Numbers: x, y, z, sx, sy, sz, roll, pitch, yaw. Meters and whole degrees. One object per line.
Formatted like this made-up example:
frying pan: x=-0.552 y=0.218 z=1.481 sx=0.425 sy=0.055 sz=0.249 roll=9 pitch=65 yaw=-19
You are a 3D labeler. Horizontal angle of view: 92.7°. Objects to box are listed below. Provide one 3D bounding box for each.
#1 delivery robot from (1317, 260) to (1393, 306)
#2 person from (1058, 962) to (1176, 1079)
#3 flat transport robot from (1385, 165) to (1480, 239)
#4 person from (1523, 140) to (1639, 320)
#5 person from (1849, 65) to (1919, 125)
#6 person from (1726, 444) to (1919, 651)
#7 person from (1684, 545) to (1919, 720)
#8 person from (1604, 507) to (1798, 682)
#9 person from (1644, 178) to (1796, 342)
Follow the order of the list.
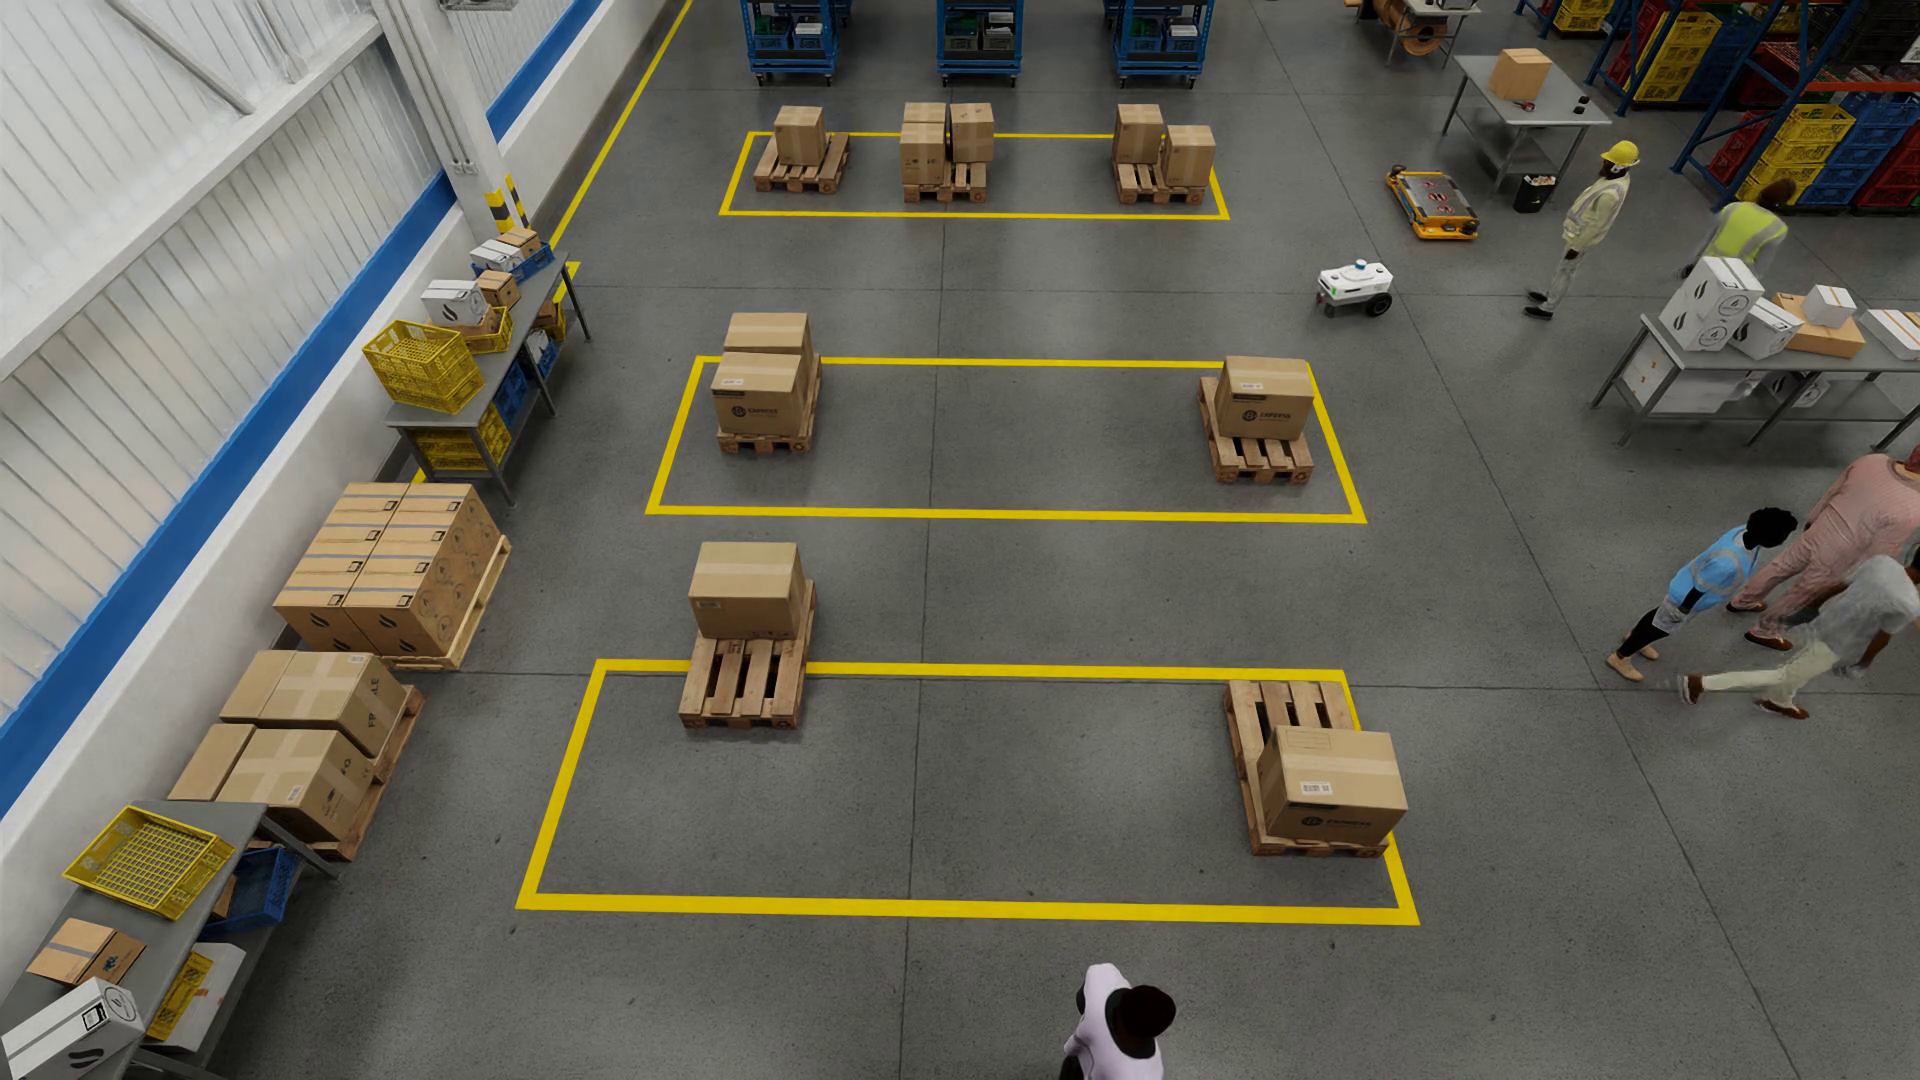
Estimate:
delivery robot: x=4.128 y=-2.699 z=9.605 sx=0.707 sy=0.478 sz=0.477 roll=-11 pitch=50 yaw=-9
person: x=0.695 y=2.456 z=4.307 sx=0.383 sy=1.918 sz=0.591 roll=-13 pitch=50 yaw=-11
flat transport robot: x=5.692 y=-4.094 z=11.059 sx=0.652 sy=0.197 sz=1.431 roll=1 pitch=49 yaw=1
person: x=6.199 y=-3.064 z=9.142 sx=0.404 sy=1.829 sz=0.600 roll=26 pitch=54 yaw=21
person: x=11.695 y=-5.852 z=11.485 sx=0.376 sy=1.940 sz=0.629 roll=1 pitch=49 yaw=1
person: x=6.172 y=0.032 z=6.411 sx=0.408 sy=1.913 sz=0.641 roll=4 pitch=49 yaw=3
person: x=5.621 y=0.605 z=5.969 sx=0.887 sy=1.838 sz=0.495 roll=14 pitch=51 yaw=12
person: x=5.033 y=0.365 z=6.269 sx=0.537 sy=1.690 sz=0.320 roll=-35 pitch=58 yaw=-26
person: x=7.197 y=-2.541 z=8.704 sx=0.843 sy=1.816 sz=0.626 roll=-12 pitch=50 yaw=-10
